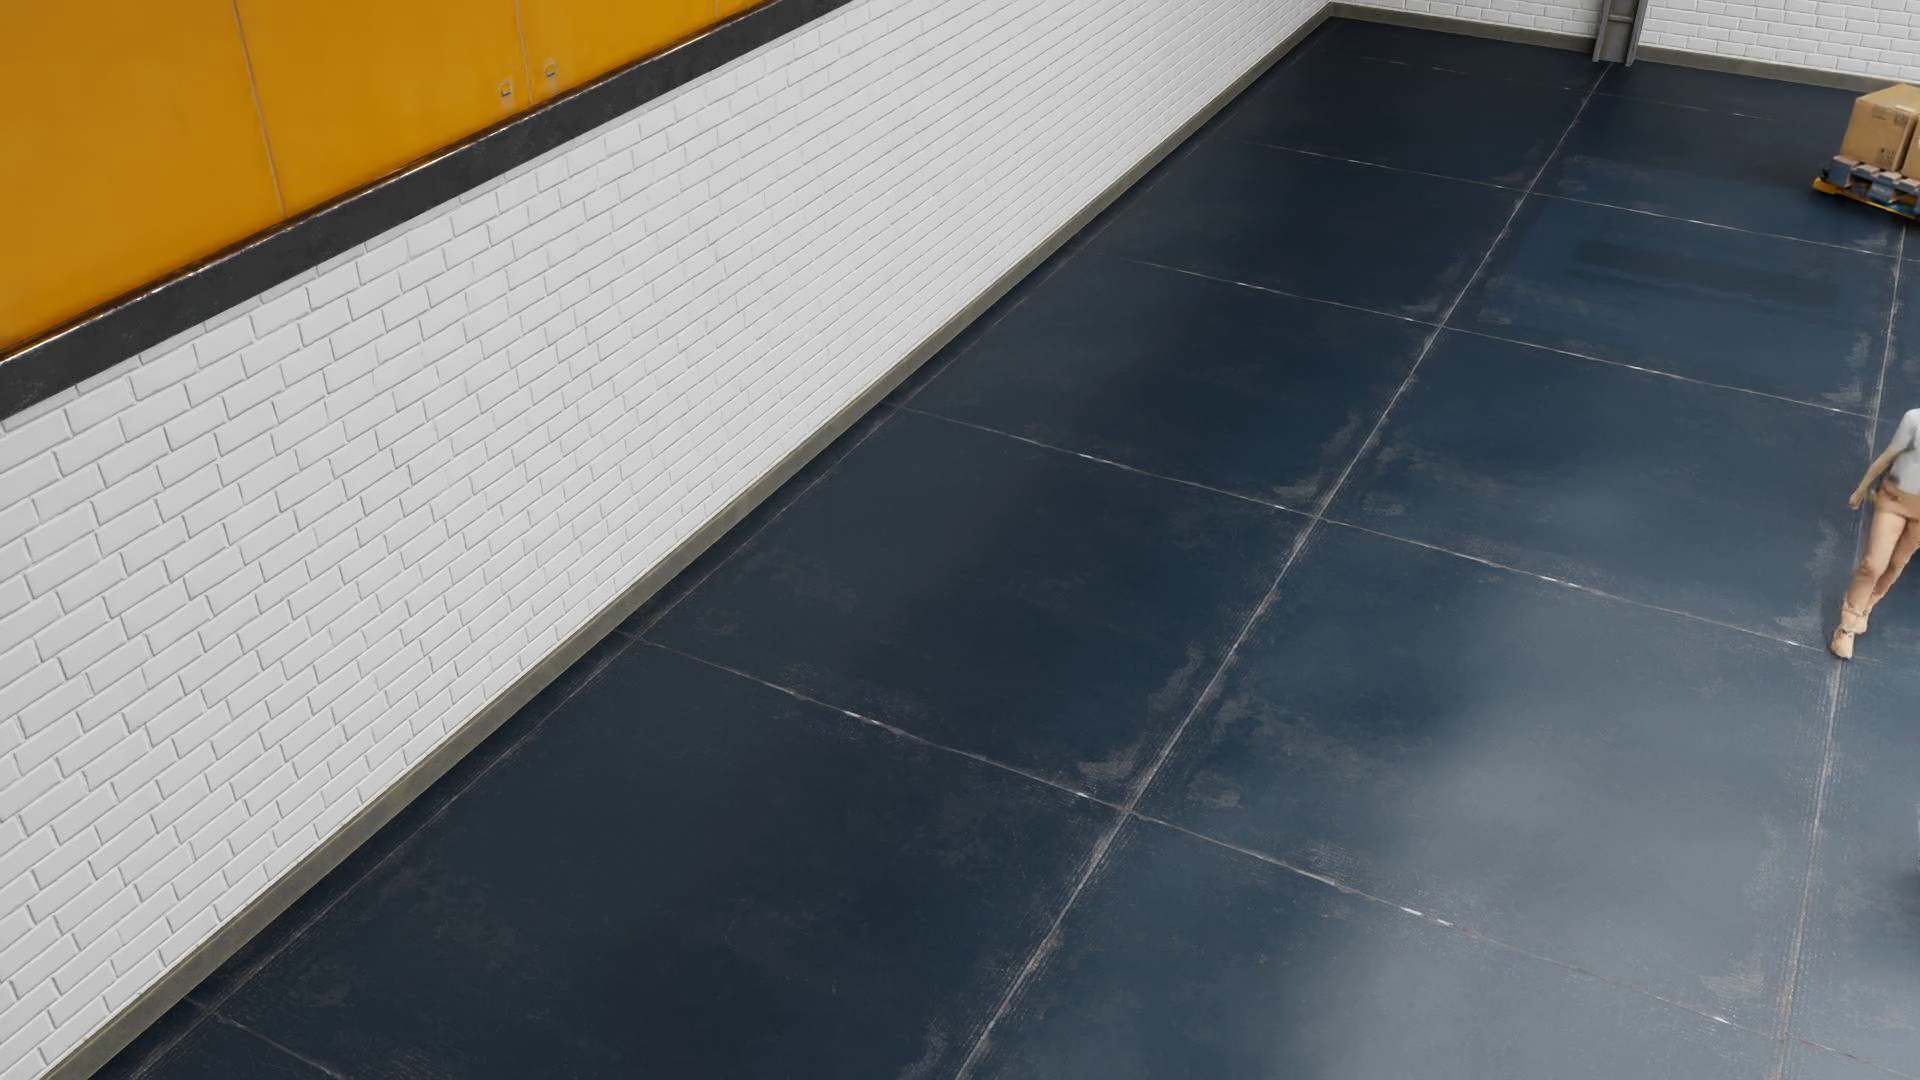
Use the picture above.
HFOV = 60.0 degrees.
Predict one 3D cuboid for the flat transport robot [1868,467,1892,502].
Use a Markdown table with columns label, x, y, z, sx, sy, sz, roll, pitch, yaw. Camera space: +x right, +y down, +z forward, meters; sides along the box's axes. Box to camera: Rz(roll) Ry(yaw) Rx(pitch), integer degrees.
| label | x | y | z | sx | sy | sz | roll | pitch | yaw |
| --- | --- | --- | --- | --- | --- | --- | --- | --- | --- |
| flat transport robot | 6.468 | -0.181 | 10.246 | 1.431 | 0.231 | 0.659 | 26 | 42 | 33 |

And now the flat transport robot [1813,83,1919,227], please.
| label | x | y | z | sx | sy | sz | roll | pitch | yaw |
| --- | --- | --- | --- | --- | --- | --- | --- | --- | --- |
| flat transport robot | 8.248 | -2.977 | 14.407 | 0.659 | 0.231 | 1.431 | -21 | 39 | -28 |

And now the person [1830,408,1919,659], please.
| label | x | y | z | sx | sy | sz | roll | pitch | yaw |
| --- | --- | --- | --- | --- | --- | --- | --- | --- | --- |
| person | 5.067 | -0.126 | 8.886 | 0.539 | 1.700 | 0.717 | 12 | 36 | 18 |
